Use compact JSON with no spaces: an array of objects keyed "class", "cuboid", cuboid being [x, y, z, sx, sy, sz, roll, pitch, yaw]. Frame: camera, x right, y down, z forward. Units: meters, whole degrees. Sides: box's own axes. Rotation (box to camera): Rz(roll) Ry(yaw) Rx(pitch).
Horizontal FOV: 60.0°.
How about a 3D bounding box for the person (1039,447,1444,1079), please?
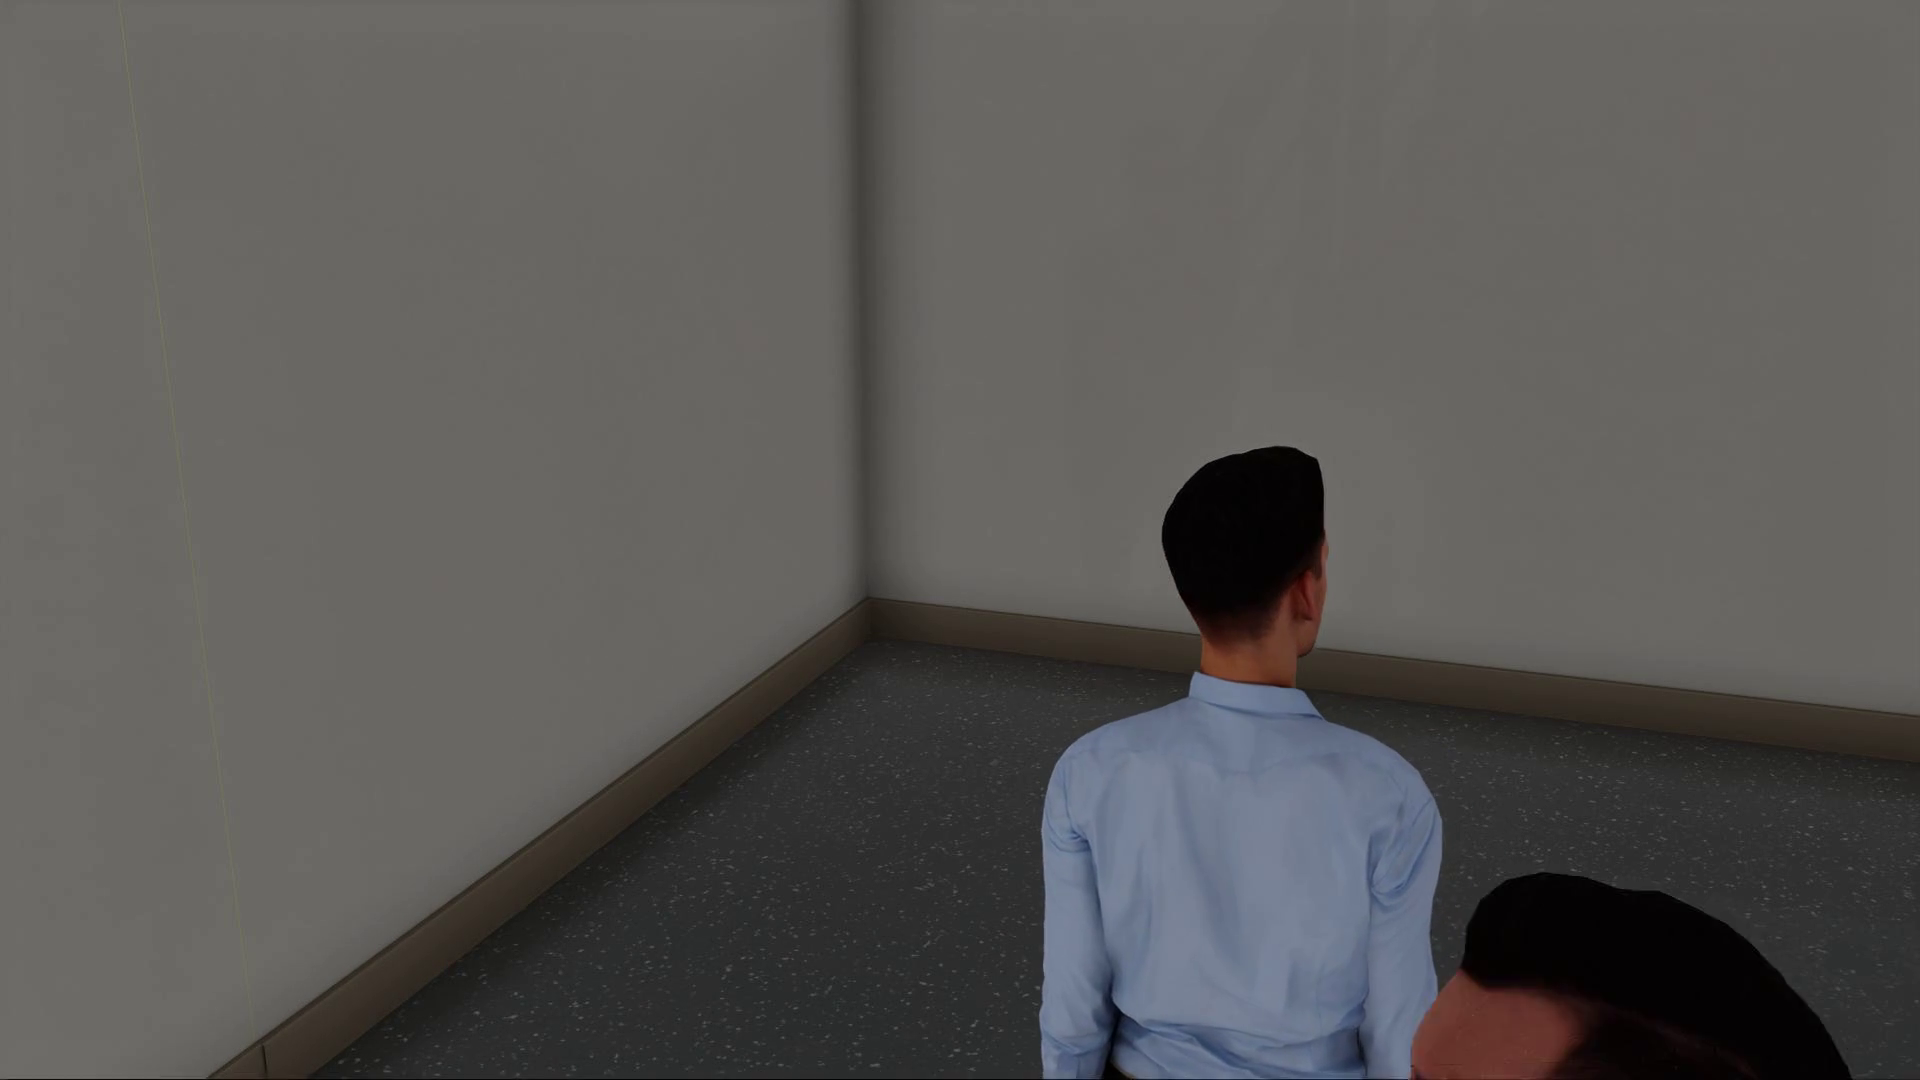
[{"class":"person","cuboid":[0.342,0.795,2.087,0.648,1.845,0.611,4,16,15]}]
